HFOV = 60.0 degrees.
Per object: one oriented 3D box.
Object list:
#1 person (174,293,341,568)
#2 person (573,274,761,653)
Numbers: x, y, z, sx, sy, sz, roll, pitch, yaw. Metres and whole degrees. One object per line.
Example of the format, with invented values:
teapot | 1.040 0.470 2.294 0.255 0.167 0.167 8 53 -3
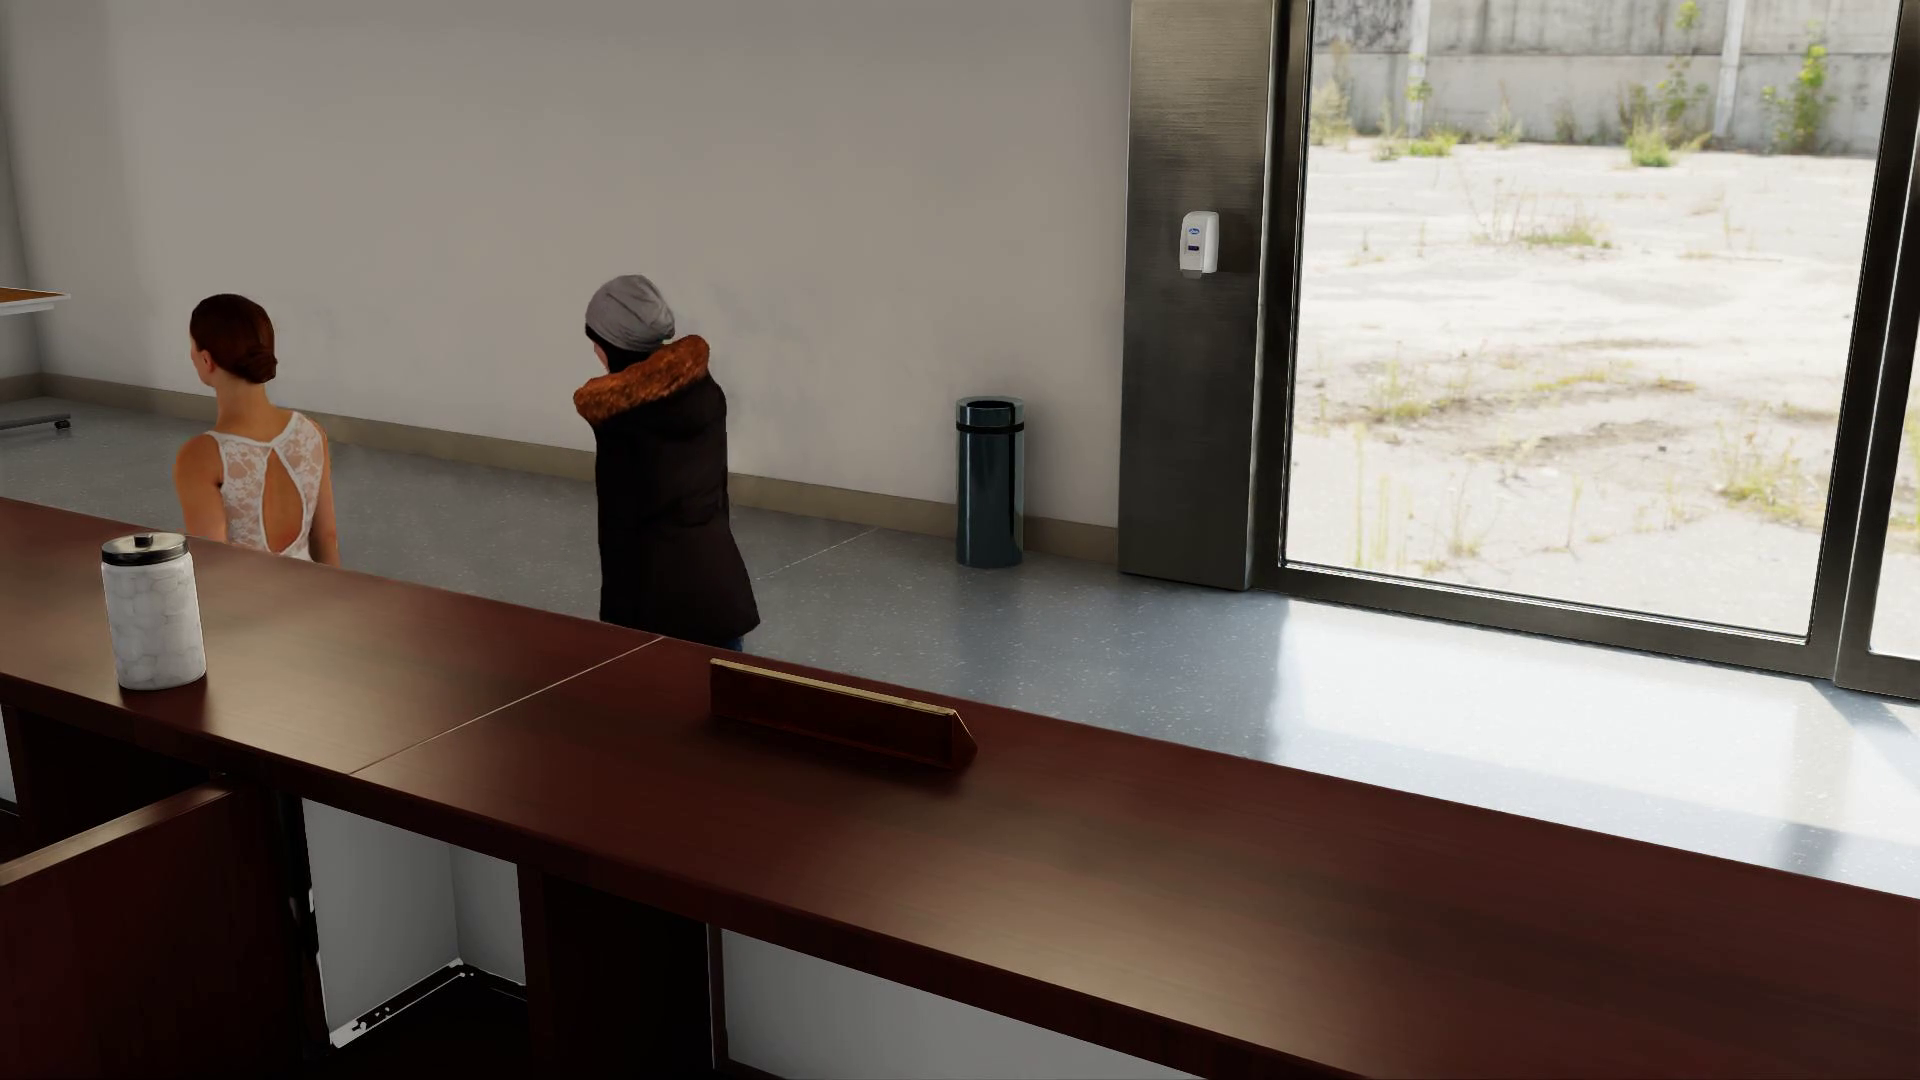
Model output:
person | -1.514 0.268 3.810 0.680 1.620 0.949 11 19 33
person | -0.656 0.157 4.248 0.820 1.597 1.013 14 21 41
